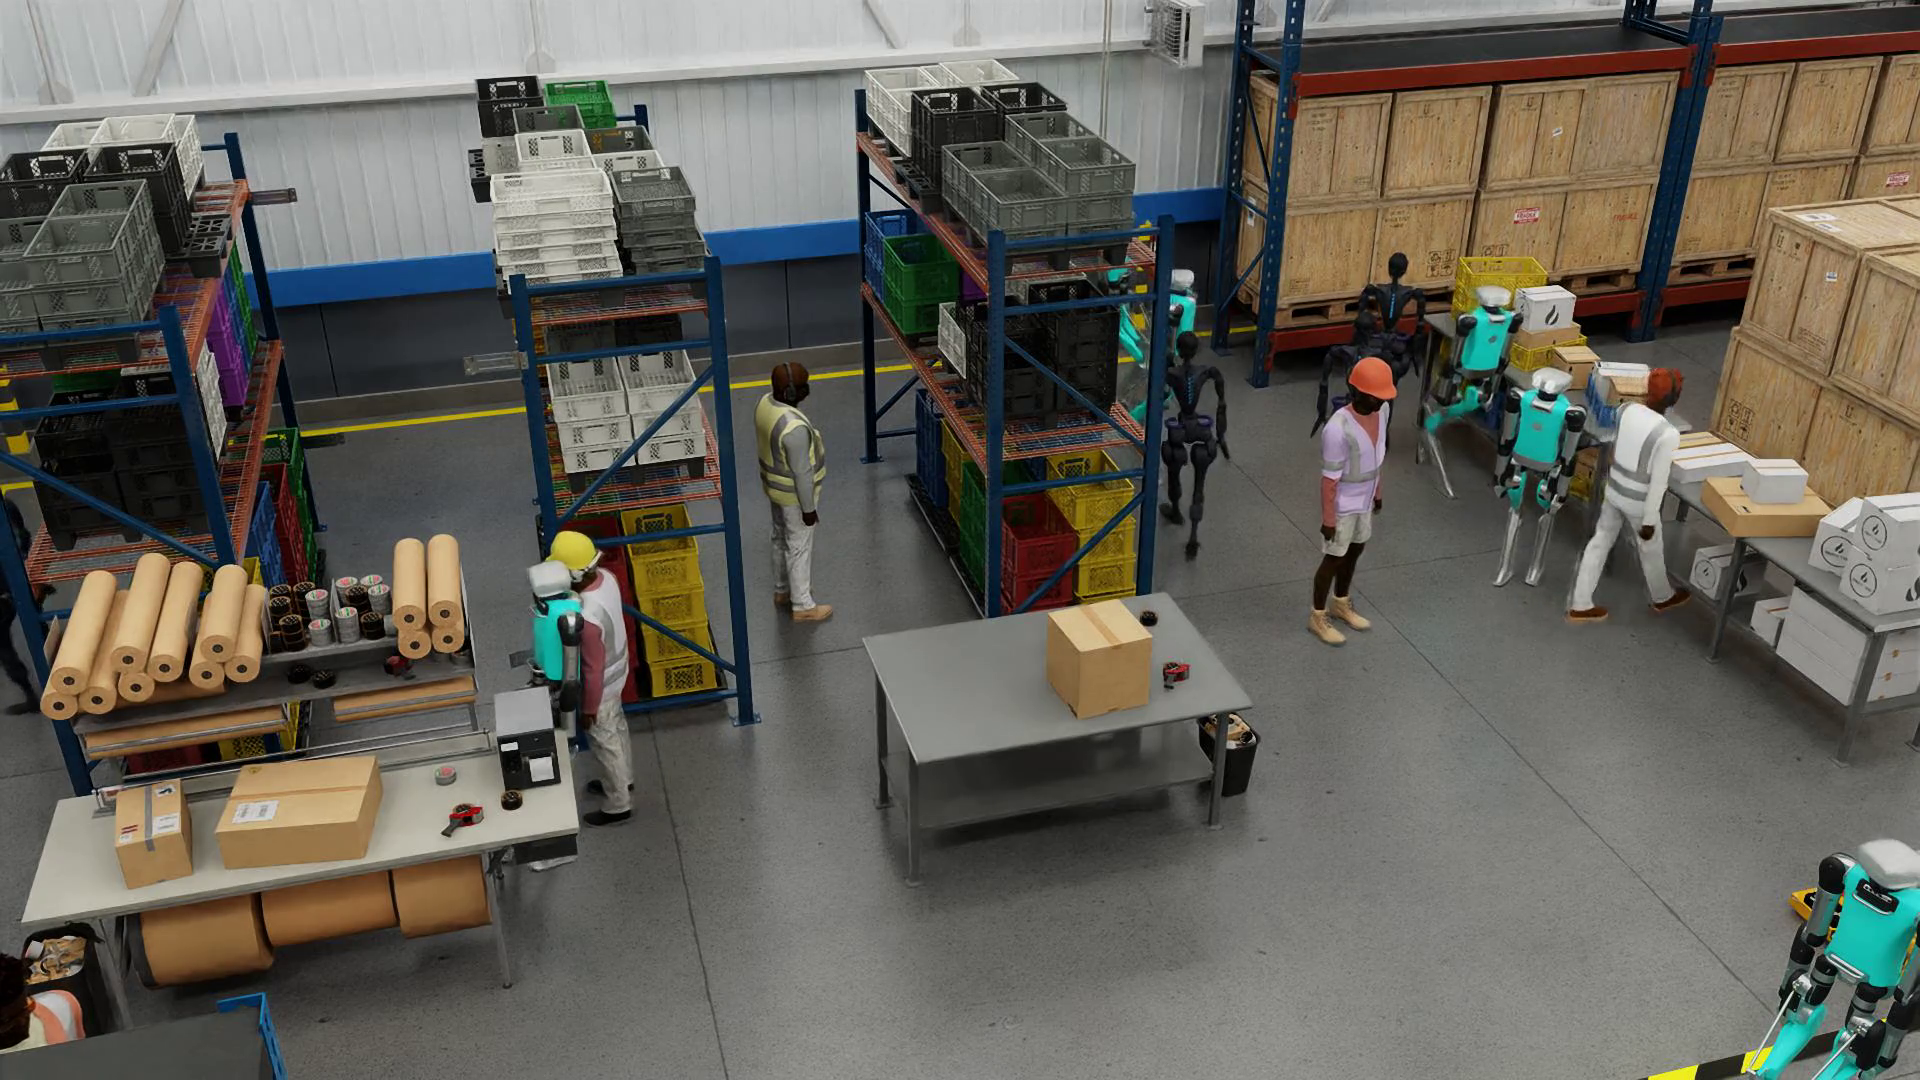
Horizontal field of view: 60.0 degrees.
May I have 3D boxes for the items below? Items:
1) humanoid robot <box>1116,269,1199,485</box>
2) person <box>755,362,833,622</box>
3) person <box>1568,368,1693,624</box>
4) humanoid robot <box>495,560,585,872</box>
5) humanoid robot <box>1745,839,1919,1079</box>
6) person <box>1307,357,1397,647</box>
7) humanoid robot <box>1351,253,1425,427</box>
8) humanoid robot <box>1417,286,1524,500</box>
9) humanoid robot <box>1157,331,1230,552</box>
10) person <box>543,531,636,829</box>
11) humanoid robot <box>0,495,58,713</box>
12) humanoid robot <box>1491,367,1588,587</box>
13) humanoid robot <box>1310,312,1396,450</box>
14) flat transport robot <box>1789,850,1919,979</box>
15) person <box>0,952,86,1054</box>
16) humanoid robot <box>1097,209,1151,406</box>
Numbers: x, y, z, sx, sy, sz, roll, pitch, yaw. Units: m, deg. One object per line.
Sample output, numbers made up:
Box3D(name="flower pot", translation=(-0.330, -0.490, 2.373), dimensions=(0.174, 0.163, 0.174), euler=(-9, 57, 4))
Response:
Box3D(name="humanoid robot", translation=(1.466, -1.250, 12.910), dimensions=(0.674, 1.798, 0.532), euler=(11, 31, 19))
Box3D(name="person", translation=(-1.107, -0.331, 11.129), dimensions=(0.429, 1.841, 0.634), euler=(-14, 32, -24))
Box3D(name="person", translation=(4.578, -0.293, 11.058), dimensions=(0.939, 1.840, 0.608), euler=(-9, 30, -17))
Box3D(name="humanoid robot", translation=(-2.348, 1.000, 8.821), dimensions=(0.855, 1.764, 0.566), euler=(-16, 33, -26))
Box3D(name="humanoid robot", translation=(3.503, 2.013, 6.835), dimensions=(0.735, 1.676, 0.533), euler=(-16, 33, -27))
Box3D(name="person", translation=(2.560, -0.252, 10.795), dimensions=(0.608, 2.033, 0.401), euler=(-25, 37, -38))
Box3D(name="humanoid robot", translation=(3.466, -1.556, 13.577), dimensions=(0.599, 1.621, 0.790), euler=(7, 29, 12))
Box3D(name="humanoid robot", translation=(3.795, -1.215, 12.888), dimensions=(0.555, 1.793, 0.942), euler=(-9, 30, -15))
Box3D(name="humanoid robot", translation=(1.671, -0.744, 12.101), dimensions=(0.615, 1.627, 0.713), euler=(-1, 29, -2))
Box3D(name="person", translation=(-2.021, 0.760, 9.157), dimensions=(0.404, 1.827, 0.599), euler=(-1, 29, -1))
Box3D(name="humanoid robot", translation=(-5.812, 0.304, 10.154), dimensions=(0.415, 1.646, 0.593), euler=(15, 32, 25))
Box3D(name="humanoid robot", translation=(4.014, -0.455, 11.446), dimensions=(0.563, 1.736, 0.856), euler=(20, 34, 31))
Box3D(name="humanoid robot", translation=(2.916, -0.900, 12.370), dimensions=(0.584, 1.638, 0.757), euler=(7, 30, 13))
Box3D(name="flat transport robot", translation=(5.163, 1.916, 8.676), dimensions=(1.431, 0.231, 0.659), euler=(-8, 30, -14))
Box3D(name="person", translation=(-3.393, 2.303, 6.209), dimensions=(0.366, 1.964, 0.608), euler=(10, 30, 18))
Box3D(name="humanoid robot", translation=(1.468, -1.920, 14.116), dimensions=(0.665, 1.789, 0.540), euler=(14, 32, 23))
